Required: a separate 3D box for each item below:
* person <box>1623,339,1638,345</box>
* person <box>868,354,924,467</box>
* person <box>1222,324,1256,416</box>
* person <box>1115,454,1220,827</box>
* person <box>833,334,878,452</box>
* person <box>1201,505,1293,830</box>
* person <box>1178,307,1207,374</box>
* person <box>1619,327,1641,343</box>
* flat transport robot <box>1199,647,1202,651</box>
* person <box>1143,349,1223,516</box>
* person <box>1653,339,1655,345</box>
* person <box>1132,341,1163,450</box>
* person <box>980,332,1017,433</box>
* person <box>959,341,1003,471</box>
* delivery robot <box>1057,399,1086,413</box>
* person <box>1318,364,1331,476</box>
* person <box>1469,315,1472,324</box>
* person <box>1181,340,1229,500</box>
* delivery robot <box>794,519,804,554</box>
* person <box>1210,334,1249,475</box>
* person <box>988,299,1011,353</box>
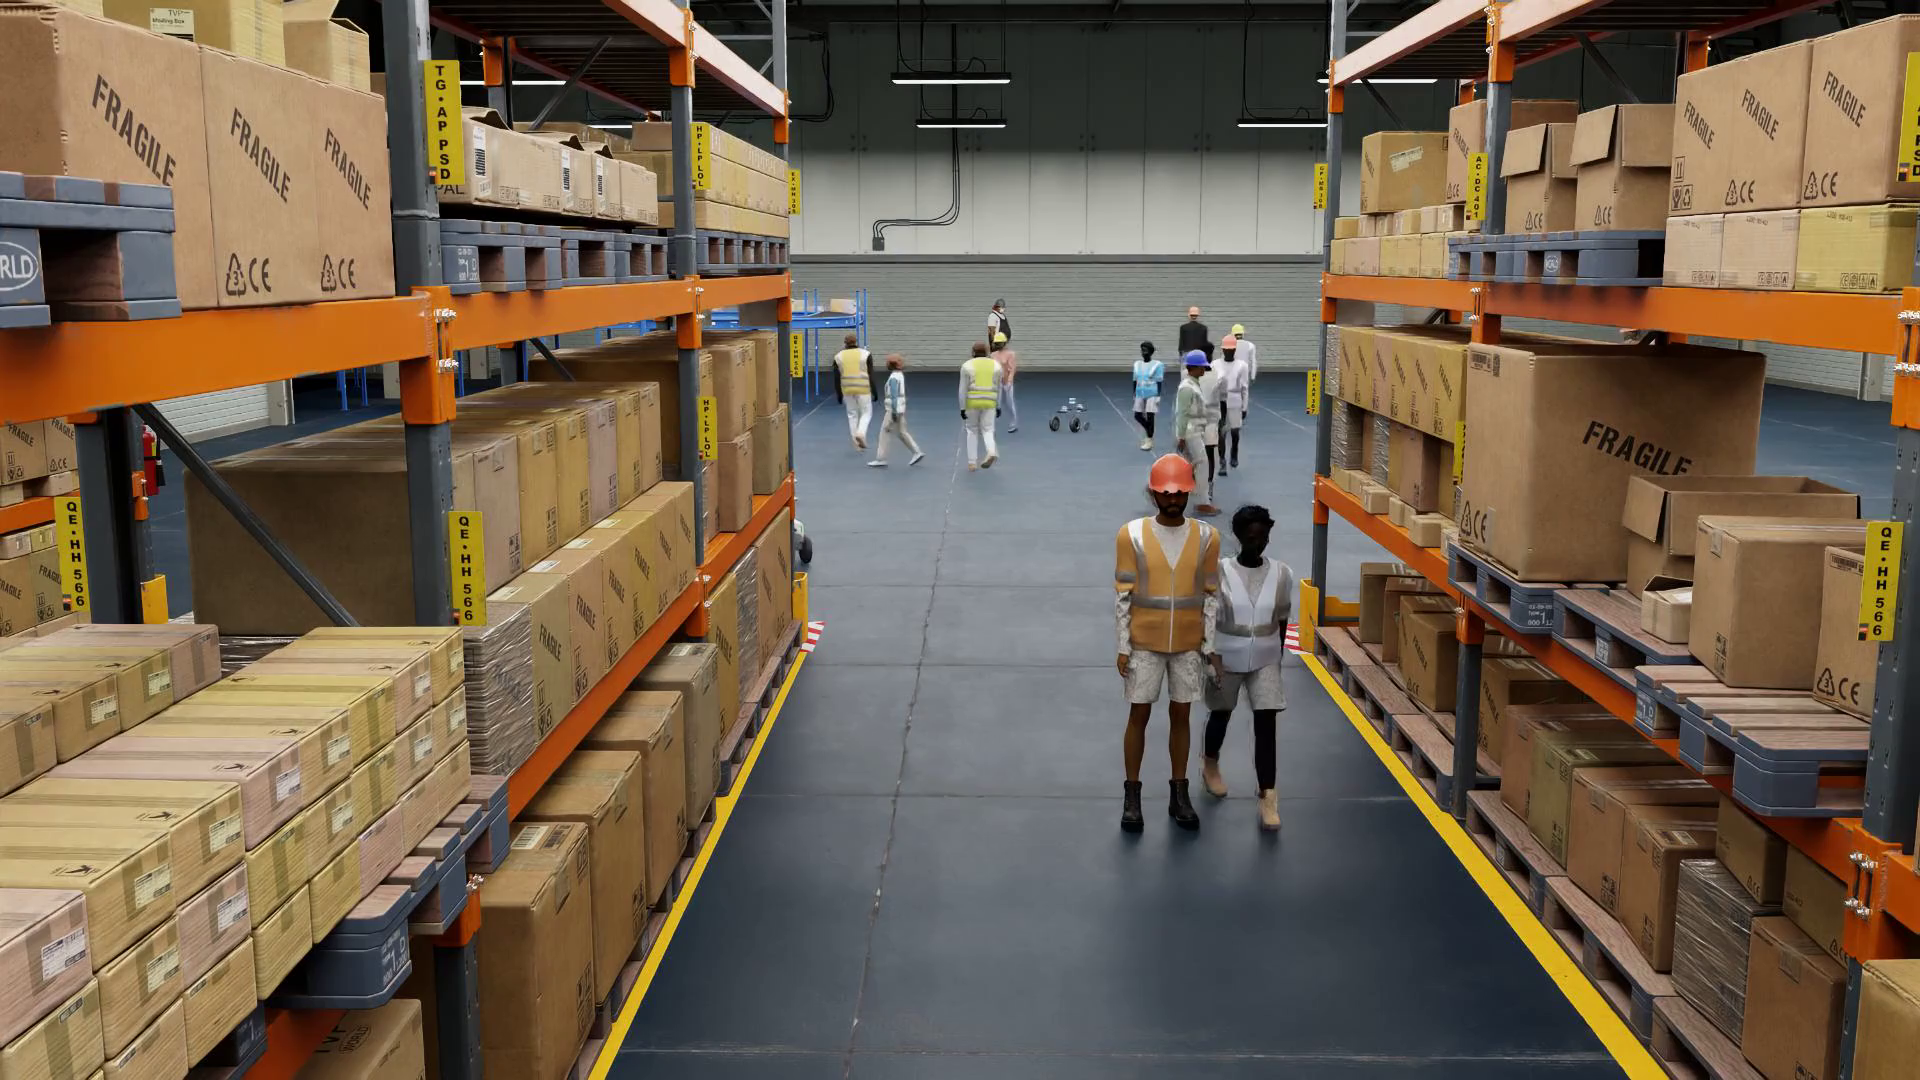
[{"bbox_3d":[9.222,-1.843,22.967,0.336,1.845,0.514,8,12,40],"label":"person"},{"bbox_3d":[-0.911,-1.855,23.732,0.750,1.610,0.526,2,10,10],"label":"person"},{"bbox_3d":[4.870,-2.908,29.440,0.627,1.807,0.704,-2,10,-12],"label":"person"},{"bbox_3d":[1.065,0.519,8.543,0.545,1.939,0.373,-1,10,-4],"label":"person"},{"bbox_3d":[-1.608,-2.258,25.560,0.687,1.812,0.517,2,10,11],"label":"person"},{"bbox_3d":[1.479,0.619,8.777,0.538,1.659,0.853,-1,10,-5],"label":"person"},{"bbox_3d":[4.867,-3.886,34.818,0.649,1.971,0.587,-1,10,-9],"label":"person"},{"bbox_3d":[10.673,-2.544,26.724,1.023,1.989,0.624,-2,10,-9],"label":"person"},{"bbox_3d":[2.071,0.630,12.991,0.652,0.197,1.431,3,10,15],"label":"flat transport robot"},{"bbox_3d":[2.593,-1.254,19.246,0.876,1.912,0.600,2,10,12],"label":"person"},{"bbox_3d":[17.428,-4.827,41.172,0.536,1.730,0.664,3,10,19],"label":"person"},{"bbox_3d":[2.948,-2.258,25.917,0.533,1.685,0.458,7,12,35],"label":"person"},{"bbox_3d":[0.696,-2.662,28.283,0.528,1.713,0.935,6,11,31],"label":"person"},{"bbox_3d":[0.303,-1.858,23.169,0.646,1.811,0.640,-1,10,-9],"label":"person"},{"bbox_3d":[1.943,-2.343,28.889,0.335,0.223,0.698,7,12,34],"label":"delivery robot"},{"bbox_3d":[5.186,-1.855,22.866,0.642,1.906,0.410,-9,13,-44],"label":"person"},{"bbox_3d":[12.447,-4.637,40.319,0.310,1.638,0.523,-1,10,-7],"label":"person"},{"bbox_3d":[3.026,-1.506,20.685,0.628,1.960,0.583,2,10,14],"label":"person"},{"bbox_3d":[-1.782,-0.111,16.301,0.477,0.478,0.707,-4,10,-21],"label":"delivery robot"},{"bbox_3d":[3.685,-1.865,22.860,0.551,1.924,0.558,2,10,14],"label":"person"},{"bbox_3d":[0.975,-4.857,40.566,0.535,2.000,0.684,4,10,24],"label":"person"}]
